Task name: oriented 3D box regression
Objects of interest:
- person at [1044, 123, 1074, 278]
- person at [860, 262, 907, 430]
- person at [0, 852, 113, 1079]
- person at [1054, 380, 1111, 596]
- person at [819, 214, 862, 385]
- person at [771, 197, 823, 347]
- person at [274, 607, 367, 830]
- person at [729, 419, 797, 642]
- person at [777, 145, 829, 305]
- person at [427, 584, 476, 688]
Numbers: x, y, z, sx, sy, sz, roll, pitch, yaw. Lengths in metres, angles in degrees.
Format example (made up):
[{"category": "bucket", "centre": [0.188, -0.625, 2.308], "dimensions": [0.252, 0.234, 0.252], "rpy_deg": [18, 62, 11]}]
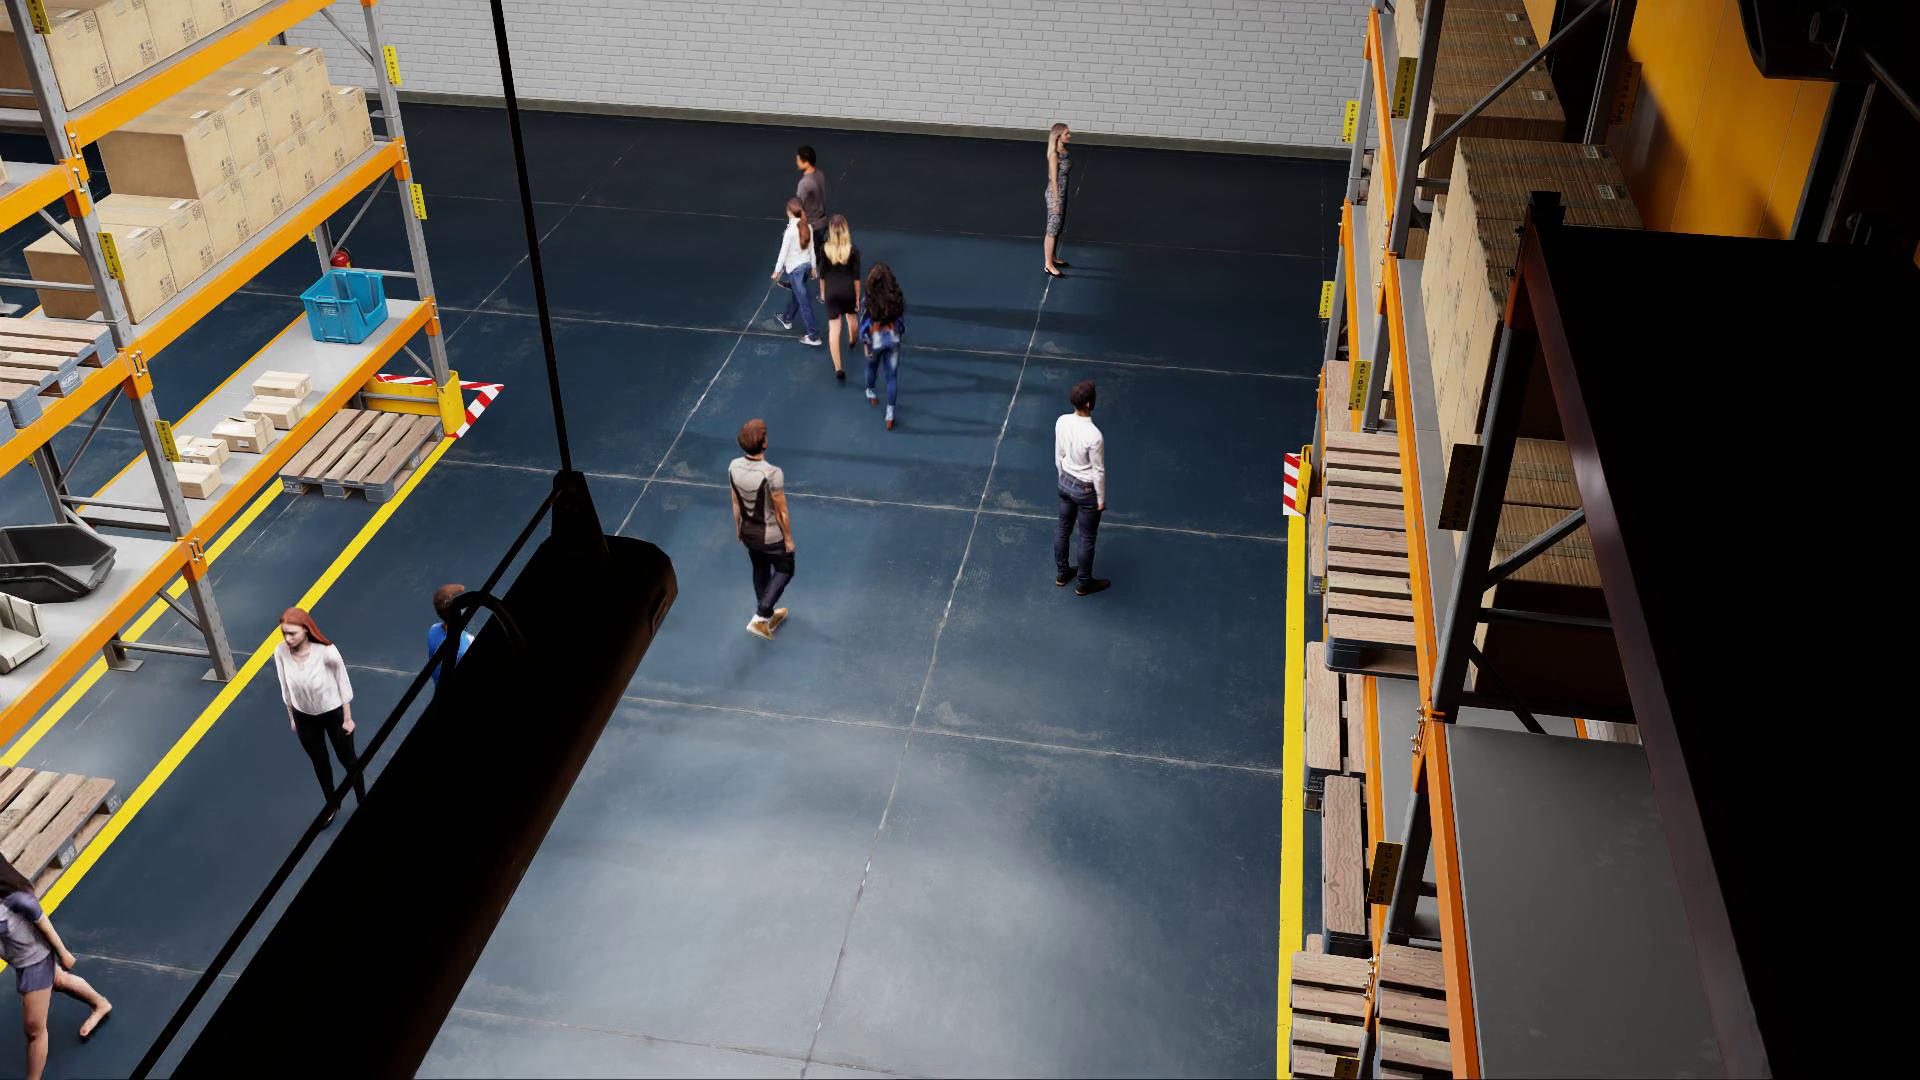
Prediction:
[{"category": "person", "centre": [1.055, -3.767, 18.305], "dimensions": [0.639, 1.705, 0.459], "rpy_deg": [9, 35, 13]}, {"category": "person", "centre": [-0.696, -1.782, 15.425], "dimensions": [0.840, 1.588, 1.020], "rpy_deg": [-7, 34, -10]}, {"category": "person", "centre": [-5.118, 2.270, 9.266], "dimensions": [0.741, 1.657, 1.136], "rpy_deg": [11, 35, 16]}, {"category": "person", "centre": [0.938, -0.414, 13.114], "dimensions": [0.762, 1.868, 0.724], "rpy_deg": [-29, 43, -36]}, {"category": "person", "centre": [-1.166, -2.305, 16.178], "dimensions": [0.652, 1.626, 1.104], "rpy_deg": [2, 34, 3]}, {"category": "person", "centre": [-1.580, -2.693, 16.854], "dimensions": [0.886, 1.523, 0.983], "rpy_deg": [24, 40, 31]}, {"category": "person", "centre": [-4.151, 1.165, 10.837], "dimensions": [0.621, 1.759, 0.523], "rpy_deg": [2, 34, 3]}, {"category": "person", "centre": [-1.513, -0.019, 12.503], "dimensions": [0.811, 1.886, 0.955], "rpy_deg": [17, 37, 23]}, {"category": "person", "centre": [-1.459, -3.277, 17.539], "dimensions": [0.720, 1.737, 0.920], "rpy_deg": [-10, 35, -15]}, {"category": "person", "centre": [-3.247, 1.147, 10.782], "dimensions": [0.827, 1.849, 0.911], "rpy_deg": [17, 37, 24]}]
